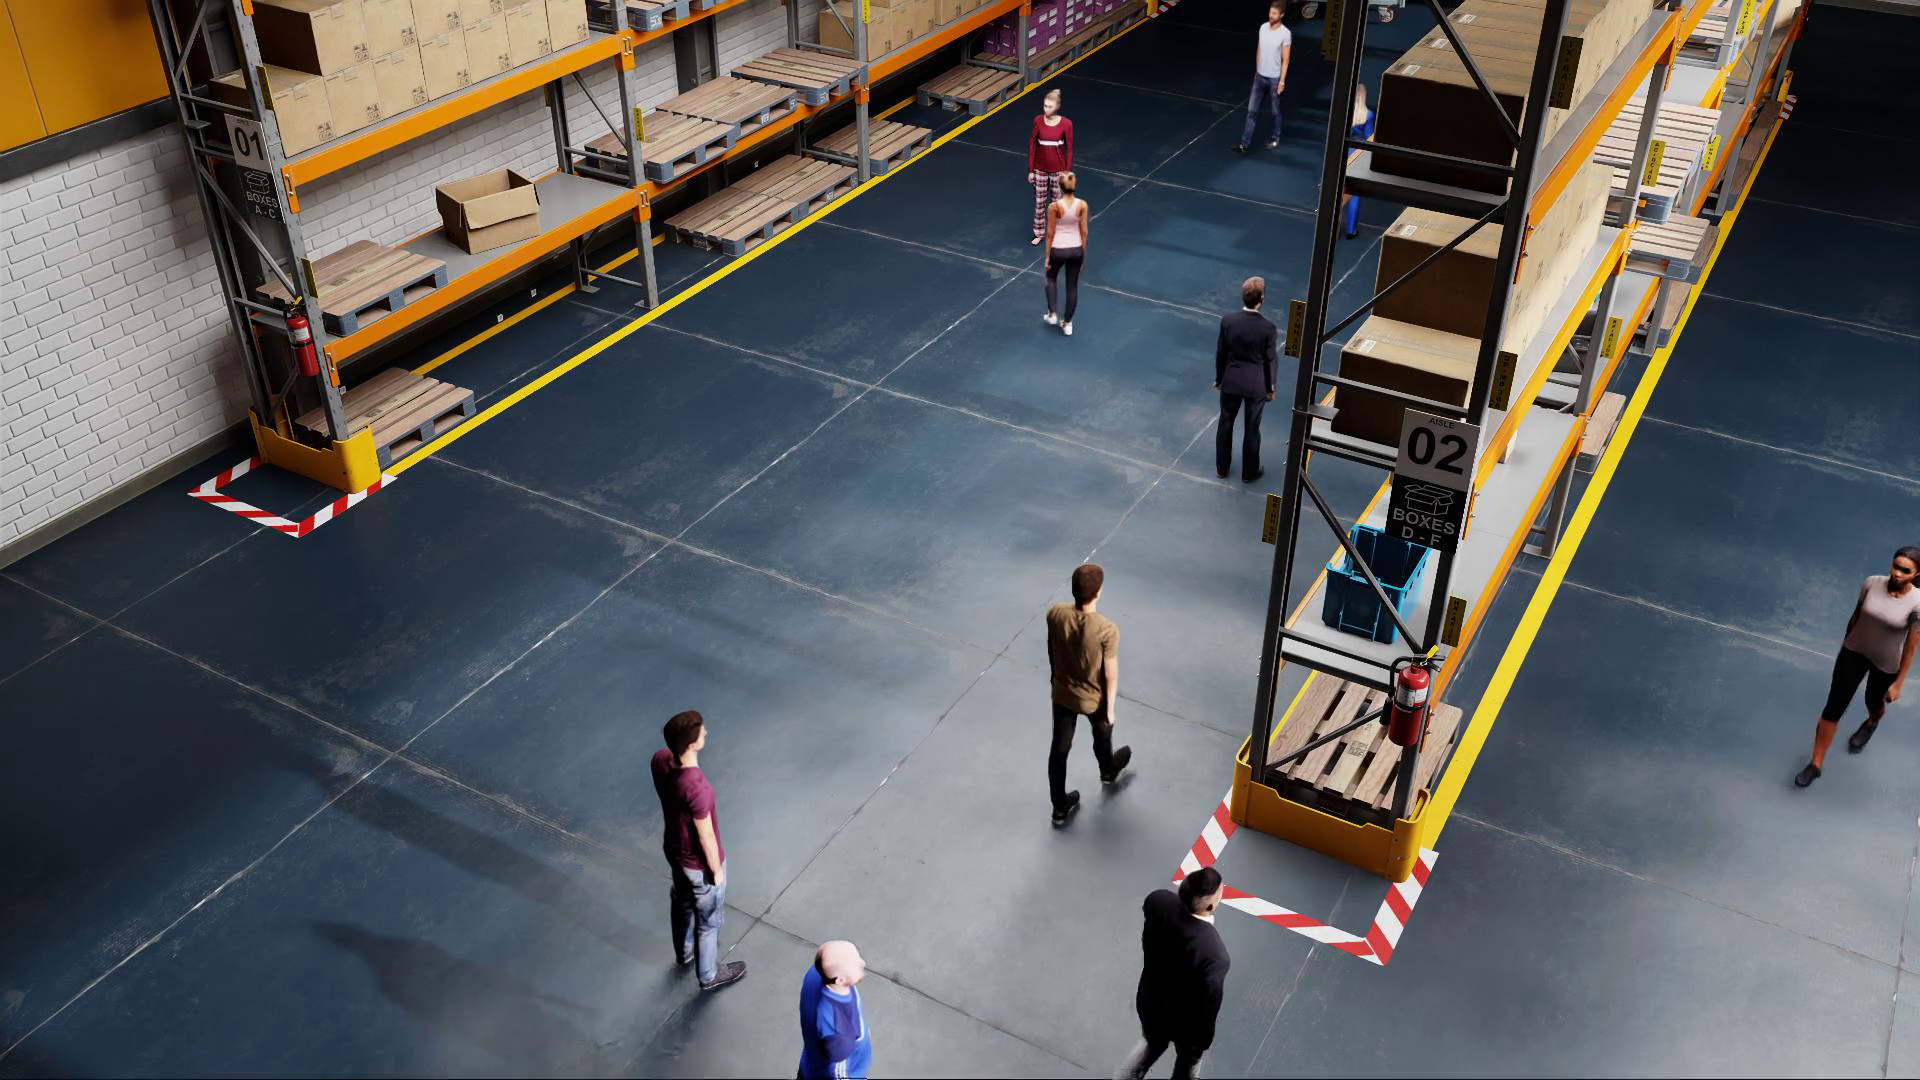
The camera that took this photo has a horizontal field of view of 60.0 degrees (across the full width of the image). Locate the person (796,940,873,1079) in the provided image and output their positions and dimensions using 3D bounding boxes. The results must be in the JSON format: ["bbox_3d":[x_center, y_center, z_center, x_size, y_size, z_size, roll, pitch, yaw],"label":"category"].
[{"bbox_3d":[-0.666,2.574,7.872,1.251,1.792,1.180,-9,35,-14],"label":"person"}]

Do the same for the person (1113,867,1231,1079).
[{"bbox_3d":[0.994,2.309,8.150,1.139,1.924,0.920,-26,41,-33],"label":"person"}]

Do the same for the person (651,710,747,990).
[{"bbox_3d":[-1.474,1.695,9.143,0.662,1.849,0.713,-24,41,-32],"label":"person"}]

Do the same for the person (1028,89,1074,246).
[{"bbox_3d":[0.969,-3.977,17.809,0.681,1.701,0.620,6,34,9],"label":"person"}]

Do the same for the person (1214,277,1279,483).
[{"bbox_3d":[2.346,-1.324,13.714,0.684,1.815,0.581,17,37,23],"label":"person"}]

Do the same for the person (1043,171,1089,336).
[{"bbox_3d":[1.031,-2.737,15.996,0.695,1.643,0.741,-2,34,-3],"label":"person"}]

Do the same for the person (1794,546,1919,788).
[{"bbox_3d":[5.893,0.767,10.668,1.243,1.706,0.894,-25,41,-32],"label":"person"}]

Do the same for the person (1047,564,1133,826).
[{"bbox_3d":[0.693,0.993,10.214,0.675,1.831,0.995,18,38,25],"label":"person"}]

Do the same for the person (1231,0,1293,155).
[{"bbox_3d":[3.807,-5.596,20.131,0.796,1.827,1.187,25,41,32],"label":"person"}]
